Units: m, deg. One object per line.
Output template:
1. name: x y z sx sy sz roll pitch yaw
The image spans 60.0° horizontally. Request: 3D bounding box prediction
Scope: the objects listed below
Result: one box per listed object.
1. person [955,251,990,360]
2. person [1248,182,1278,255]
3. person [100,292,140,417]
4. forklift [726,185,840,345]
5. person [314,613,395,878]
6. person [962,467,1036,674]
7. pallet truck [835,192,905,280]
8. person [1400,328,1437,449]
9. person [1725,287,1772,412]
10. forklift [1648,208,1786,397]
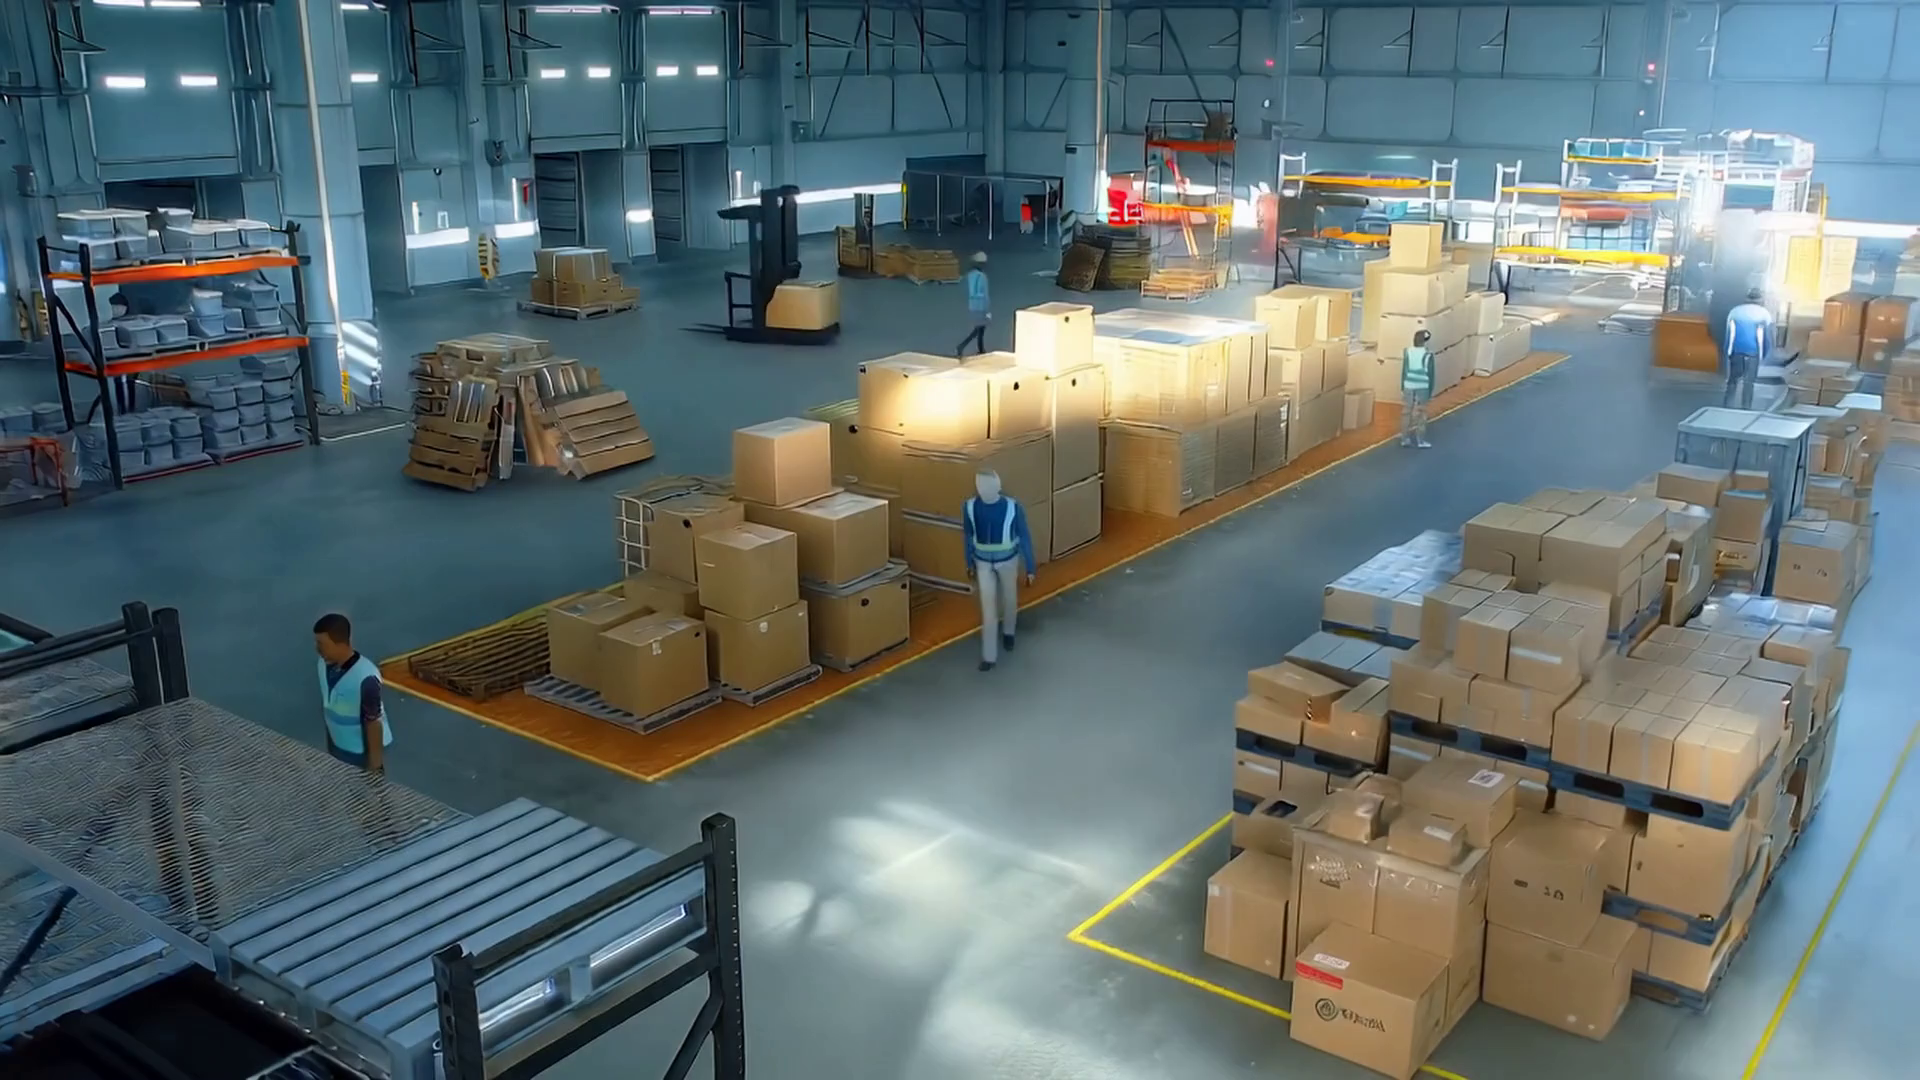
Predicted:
1. person: 0.251 -4.040 28.804 0.746 1.915 0.558 -8 19 -26
2. person: 7.936 -8.327 43.058 1.083 1.869 0.652 -9 19 -28
3. person: -12.080 -2.616 24.054 0.366 1.931 0.542 8 18 24
4. forklift: -3.275 -5.106 30.683 1.873 2.768 1.129 6 18 21
5. person: -3.953 1.370 10.902 0.600 1.909 0.396 14 22 38
6. person: 0.351 0.234 14.801 0.697 1.826 1.009 4 17 14
7. pallet truck: -1.936 -7.159 38.982 1.885 1.965 0.823 -12 21 -34
8. person: 6.265 -2.072 22.750 0.310 1.638 0.523 -14 22 -40
9. person: 11.591 -2.758 24.512 0.372 1.940 0.630 -15 23 -41
10. forklift: 12.212 -3.840 26.489 1.873 2.768 1.129 12 21 35
